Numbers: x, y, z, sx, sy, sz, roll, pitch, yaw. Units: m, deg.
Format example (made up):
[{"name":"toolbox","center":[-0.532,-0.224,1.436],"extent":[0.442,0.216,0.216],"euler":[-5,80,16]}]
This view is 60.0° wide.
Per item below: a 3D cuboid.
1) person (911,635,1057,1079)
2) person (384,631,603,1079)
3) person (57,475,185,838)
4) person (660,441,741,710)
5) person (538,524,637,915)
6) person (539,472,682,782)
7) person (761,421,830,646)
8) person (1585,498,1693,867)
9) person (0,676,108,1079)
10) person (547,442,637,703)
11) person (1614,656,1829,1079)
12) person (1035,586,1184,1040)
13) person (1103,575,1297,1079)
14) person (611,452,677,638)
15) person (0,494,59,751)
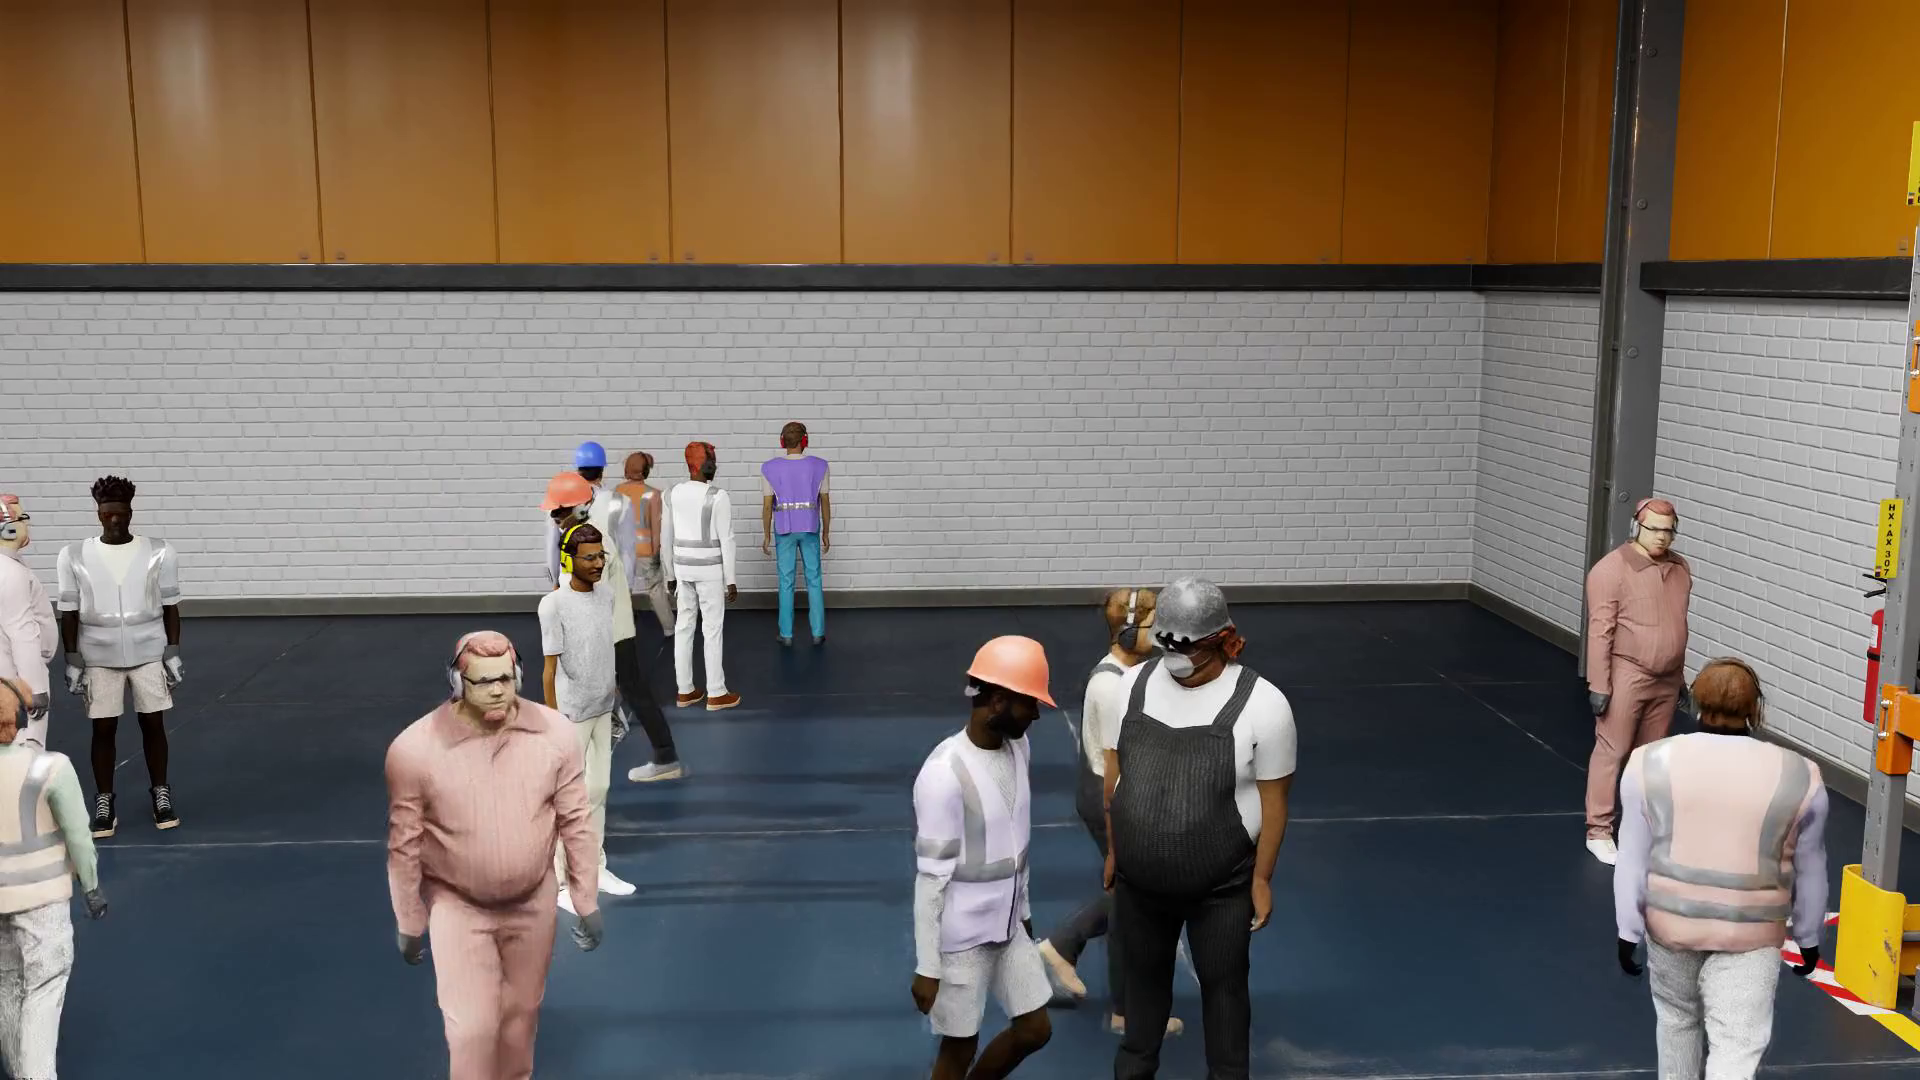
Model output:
[{"name":"person","center":[0.068,1.246,5.314],"extent":[0.403,1.903,0.662],"euler":[6,11,35]},{"name":"person","center":[-1.499,1.235,5.486],"extent":[0.654,1.880,0.747],"euler":[-6,11,-32]},{"name":"person","center":[-4.546,0.622,9.044],"extent":[0.606,1.967,0.367],"euler":[-5,10,-28]},{"name":"person","center":[-1.815,0.250,11.638],"extent":[0.584,1.881,0.337],"euler":[4,10,26]},{"name":"person","center":[-1.784,0.843,7.978],"extent":[0.312,1.864,0.538],"euler":[5,10,26]},{"name":"person","center":[-2.121,0.546,9.722],"extent":[1.051,1.913,0.608],"euler":[-5,10,-28]},{"name":"person","center":[-1.338,-0.043,13.610],"extent":[0.565,1.841,0.396],"euler":[-2,9,-11]},{"name":"person","center":[3.529,0.725,8.598],"extent":[0.651,1.901,0.403],"euler":[-4,10,-24]},{"name":"person","center":[-3.377,1.290,5.967],"extent":[0.522,1.640,0.497],"euler":[0,9,0]},{"name":"person","center":[-2.517,0.277,11.441],"extent":[0.615,1.904,0.911],"euler":[-1,9,-5]},{"name":"person","center":[2.486,1.277,5.473],"extent":[0.631,1.806,0.950],"euler":[5,10,27]},{"name":"person","center":[0.600,1.079,6.600],"extent":[0.548,1.829,0.520],"euler":[2,9,14]},{"name":"person","center":[0.773,1.109,5.752],"extent":[0.672,2.000,0.536],"euler":[5,10,30]},{"name":"person","center":[-2.596,0.078,13.599],"extent":[0.532,1.591,0.850],"euler":[4,10,23]},{"name":"person","center":[-4.901,0.711,8.658],"extent":[0.643,1.913,0.408],"euler":[8,12,40]}]
